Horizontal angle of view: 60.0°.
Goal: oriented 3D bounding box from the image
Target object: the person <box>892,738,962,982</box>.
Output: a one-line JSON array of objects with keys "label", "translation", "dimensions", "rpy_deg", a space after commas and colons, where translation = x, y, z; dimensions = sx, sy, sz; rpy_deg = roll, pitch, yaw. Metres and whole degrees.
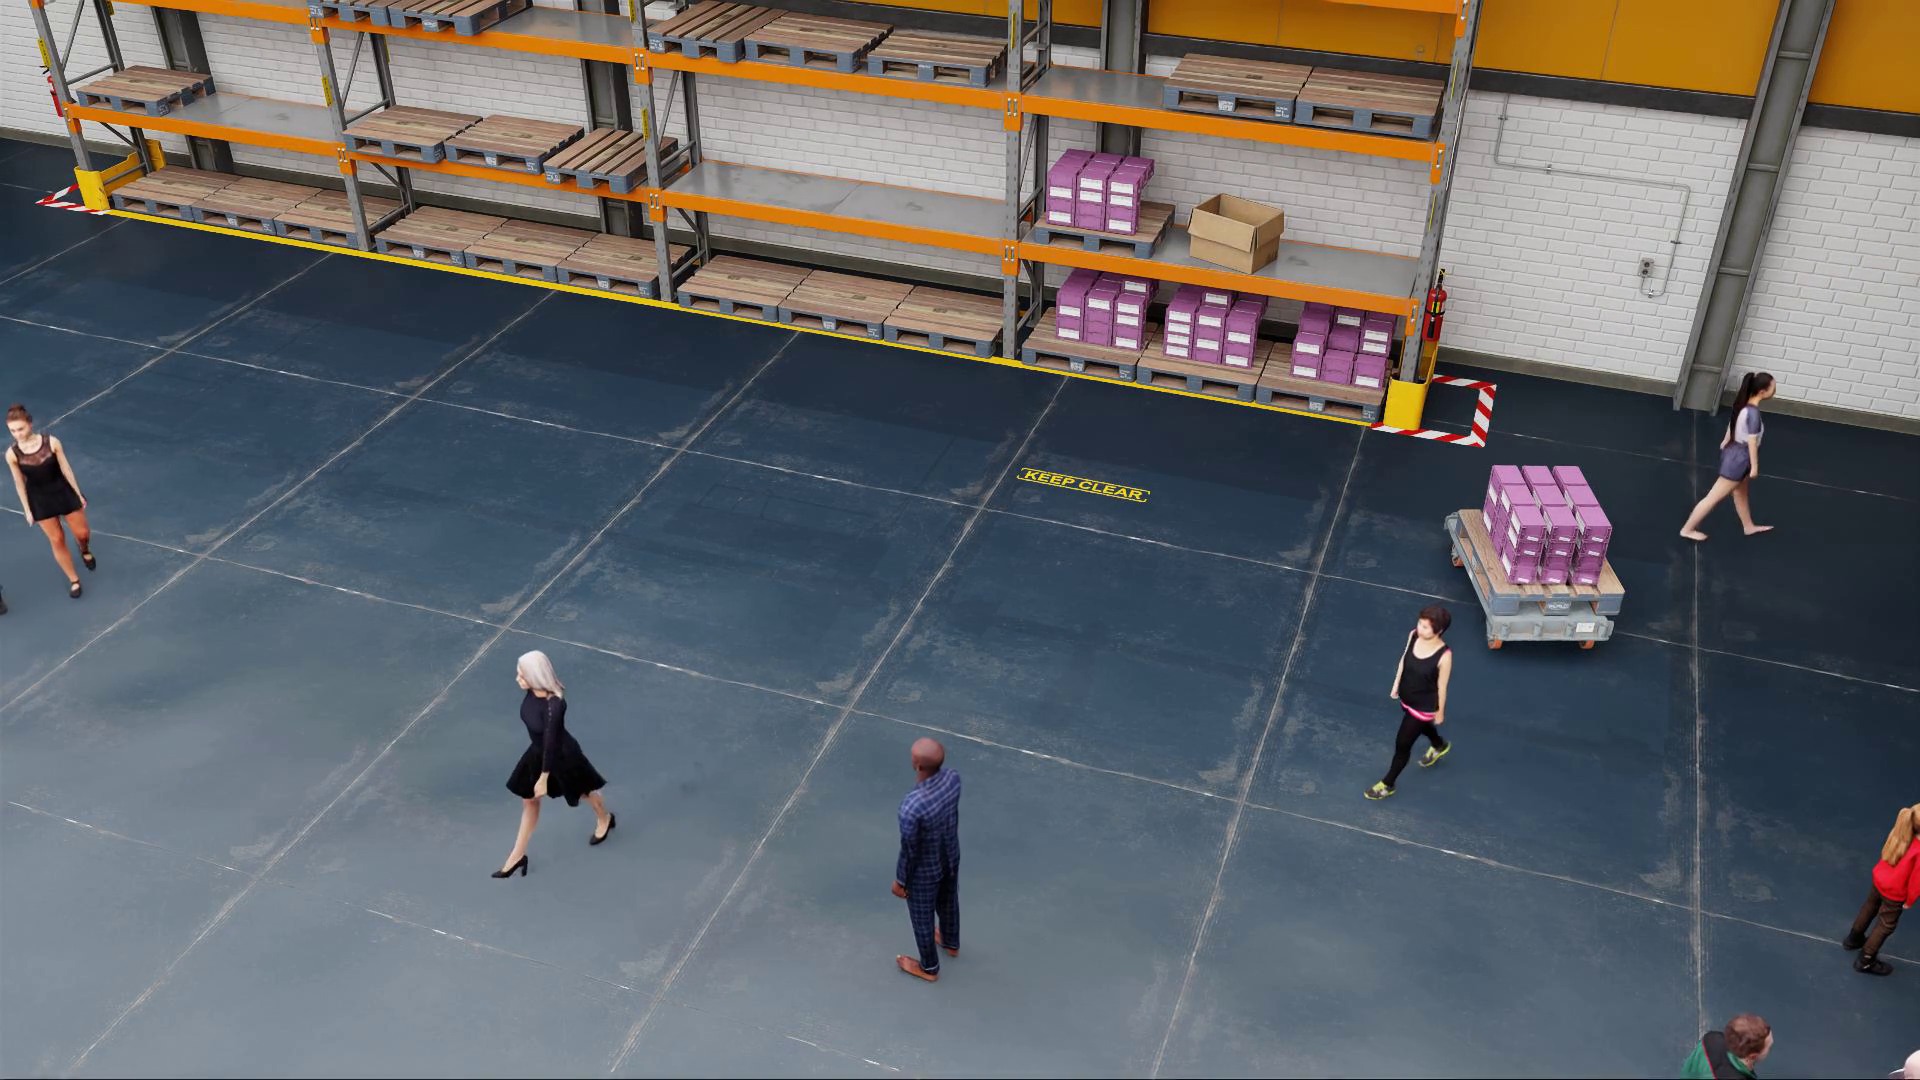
[{"label": "person", "translation": [-0.164, 1.896, 9.943], "dimensions": [0.714, 1.818, 0.733], "rpy_deg": [23, 40, 30]}]

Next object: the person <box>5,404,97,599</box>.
[{"label": "person", "translation": [-7.353, -0.364, 13.474], "dimensions": [0.809, 1.672, 0.871], "rpy_deg": [-15, 37, -22]}]

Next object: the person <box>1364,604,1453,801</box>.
[{"label": "person", "translation": [3.226, 1.070, 11.456], "dimensions": [1.052, 1.520, 0.999], "rpy_deg": [-14, 36, -20]}]

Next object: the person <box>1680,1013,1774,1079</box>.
[{"label": "person", "translation": [3.650, 3.001, 8.289], "dimensions": [1.135, 1.809, 0.888], "rpy_deg": [1, 34, 1]}]

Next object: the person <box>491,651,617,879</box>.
[{"label": "person", "translation": [-2.536, 1.411, 10.776], "dimensions": [1.020, 1.704, 1.134], "rpy_deg": [-25, 41, -33]}]

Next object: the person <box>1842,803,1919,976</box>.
[{"label": "person", "translation": [5.686, 2.097, 10.125], "dimensions": [0.571, 1.282, 0.546], "rpy_deg": [0, 34, -1]}]

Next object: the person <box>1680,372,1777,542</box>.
[{"label": "person", "translation": [6.432, -0.669, 13.984], "dimensions": [1.010, 1.617, 0.698], "rpy_deg": [7, 34, 10]}]
